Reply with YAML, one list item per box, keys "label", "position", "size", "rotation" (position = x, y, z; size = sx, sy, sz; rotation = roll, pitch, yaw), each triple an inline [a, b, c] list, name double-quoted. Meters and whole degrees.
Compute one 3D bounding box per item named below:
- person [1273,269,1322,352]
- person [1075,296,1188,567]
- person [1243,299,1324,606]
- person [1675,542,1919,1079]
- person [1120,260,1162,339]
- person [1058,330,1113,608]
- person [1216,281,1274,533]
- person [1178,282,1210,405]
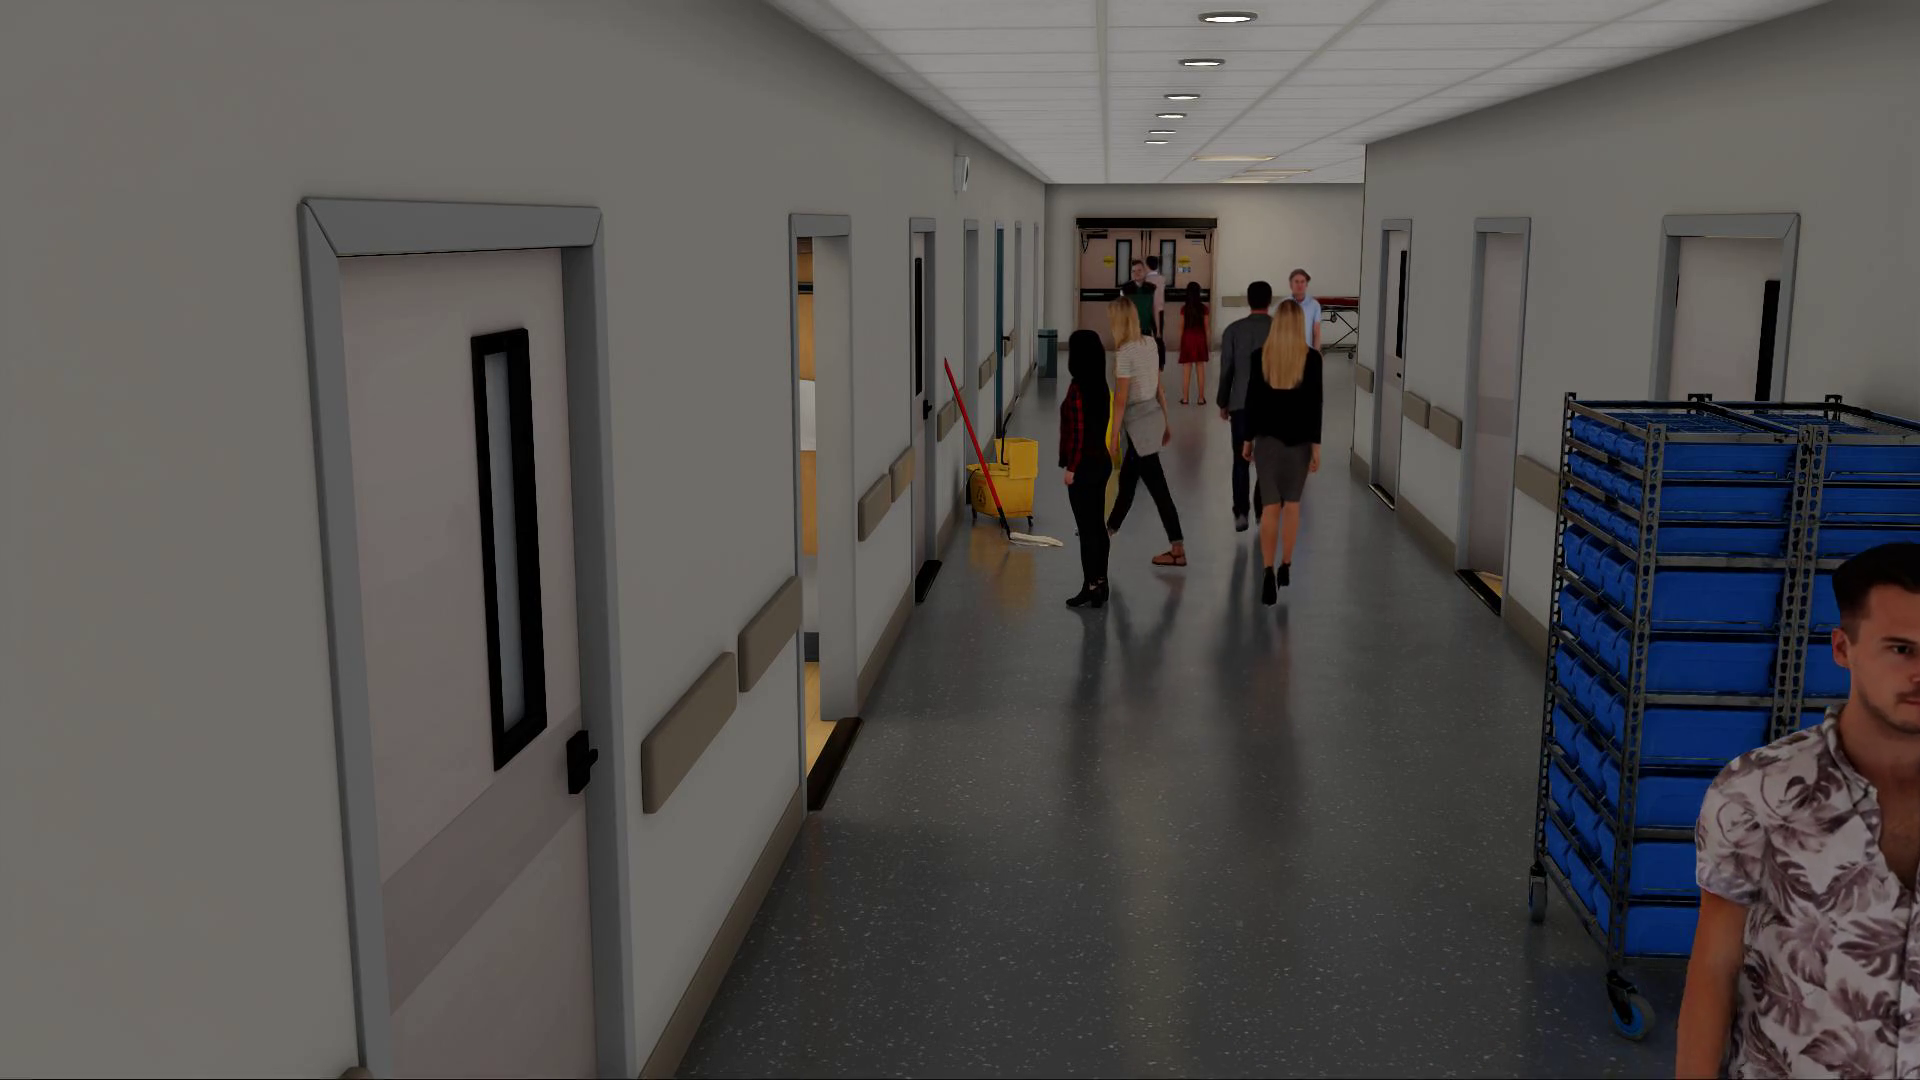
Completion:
- label: "person"
  position: [3.435, -1.855, 17.042]
  size: [0.689, 1.822, 0.739]
  rotation: [2, 11, 12]
- label: "person"
  position: [1.298, -0.675, 10.957]
  size: [1.023, 1.772, 1.128]
  rotation: [7, 13, 34]
- label: "person"
  position: [1.881, -0.464, 9.786]
  size: [0.727, 1.794, 1.222]
  rotation: [2, 11, 13]
- label: "person"
  position: [1.382, 0.884, 2.679]
  size: [0.666, 1.795, 0.979]
  rotation: [1, 11, 4]
- label: "person"
  position: [2.288, -2.683, 21.393]
  size: [0.813, 1.822, 0.783]
  rotation: [-3, 11, -15]
- label: "person"
  position: [0.779, -0.430, 9.977]
  size: [0.715, 1.656, 0.576]
  rotation: [5, 12, 26]
- label: "person"
  position: [2.150, -0.935, 12.167]
  size: [0.779, 1.832, 1.214]
  rotation: [2, 11, 11]
- label: "person"
  position: [2.985, -2.519, 21.249]
  size: [0.530, 1.551, 0.586]
  rotation: [1, 11, 5]
